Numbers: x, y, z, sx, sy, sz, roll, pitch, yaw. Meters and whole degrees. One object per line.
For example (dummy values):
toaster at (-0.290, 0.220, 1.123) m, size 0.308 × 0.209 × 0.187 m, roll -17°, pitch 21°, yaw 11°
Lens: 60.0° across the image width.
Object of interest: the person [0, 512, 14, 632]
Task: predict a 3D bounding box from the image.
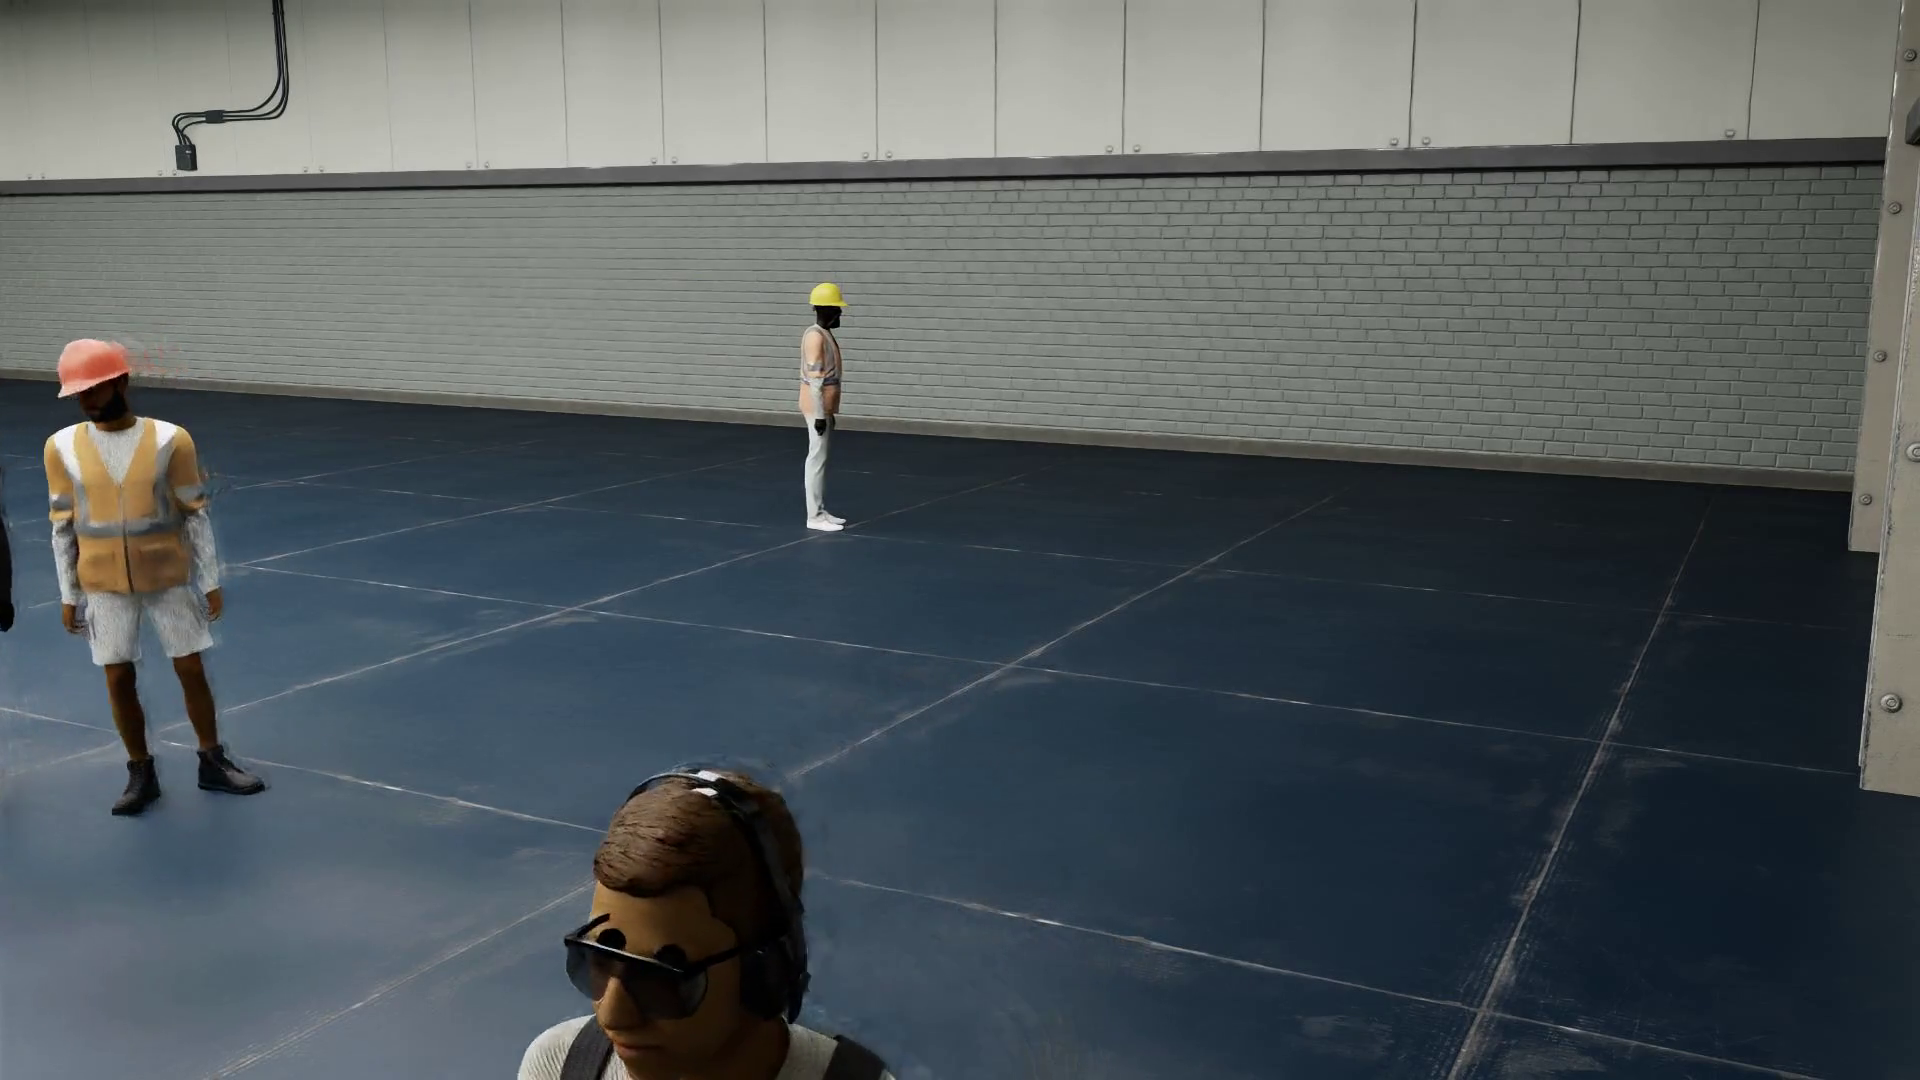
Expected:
person at (-4.074, 0.238, 6.461) m, size 0.630 × 1.780 × 0.951 m, roll 0°, pitch 10°, yaw -1°

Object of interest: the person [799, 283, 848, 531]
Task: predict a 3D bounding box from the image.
person at (-1.060, -1.039, 13.020) m, size 0.385 × 1.928 × 0.589 m, roll 1°, pitch 10°, yaw 3°

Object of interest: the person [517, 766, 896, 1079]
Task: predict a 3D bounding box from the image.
person at (-0.268, 1.110, 1.639) m, size 0.563 × 1.798 × 0.938 m, roll 4°, pitch 11°, yaw 22°

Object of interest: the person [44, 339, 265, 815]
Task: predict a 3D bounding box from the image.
person at (-3.196, 0.156, 6.615) m, size 0.725 × 1.901 × 0.388 m, roll -4°, pitch 11°, yaw -19°
